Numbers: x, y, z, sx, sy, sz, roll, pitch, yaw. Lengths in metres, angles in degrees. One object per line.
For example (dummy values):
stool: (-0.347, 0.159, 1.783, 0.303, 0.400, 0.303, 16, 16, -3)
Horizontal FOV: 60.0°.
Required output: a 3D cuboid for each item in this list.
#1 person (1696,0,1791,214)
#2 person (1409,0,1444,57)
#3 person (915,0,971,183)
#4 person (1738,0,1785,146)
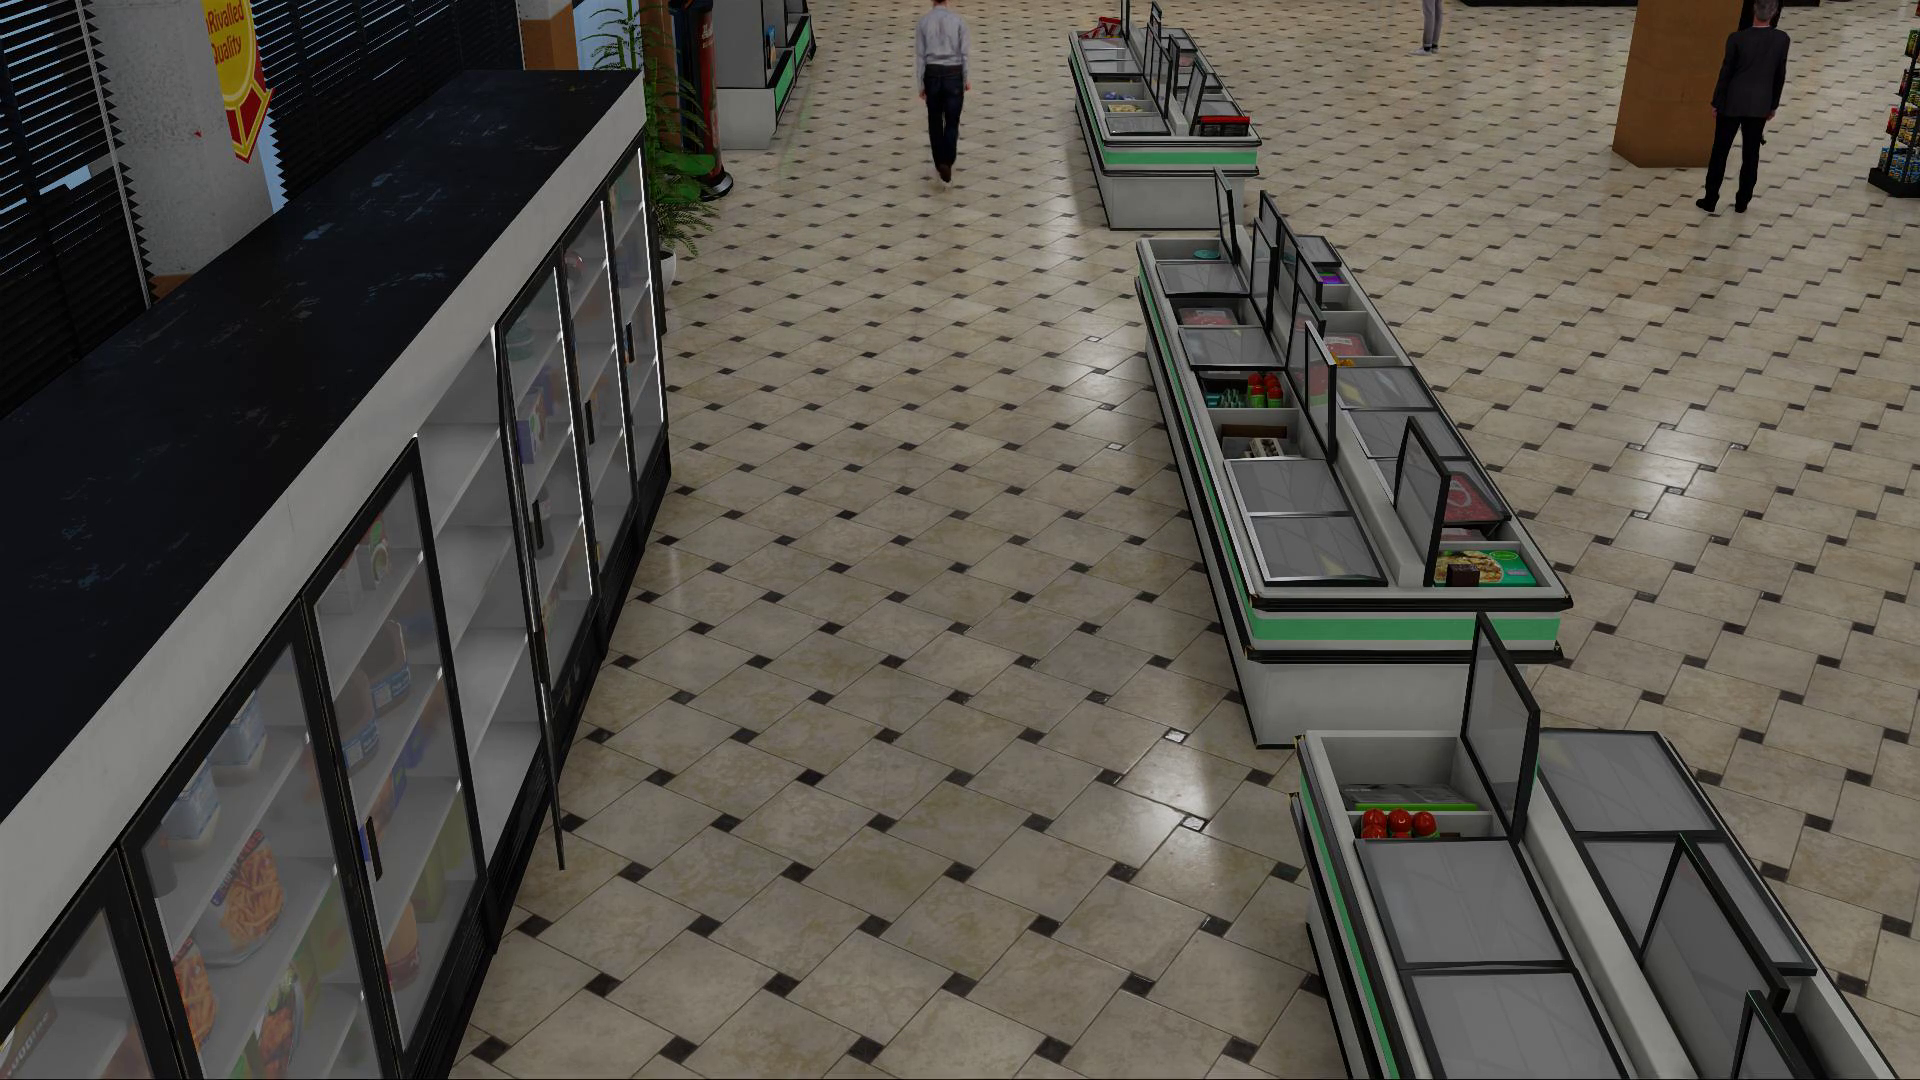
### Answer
person: (6.713, -3.735, 14.226, 0.753, 1.841, 0.644, 4, 27, 8)
person: (5.883, -6.955, 20.578, 0.807, 1.839, 0.740, 24, 35, 38)
person: (-0.145, -4.156, 15.109, 0.708, 1.794, 1.142, 2, 27, 4)
person: (7.788, -4.829, 16.473, 0.640, 1.760, 1.224, 1, 27, 1)
